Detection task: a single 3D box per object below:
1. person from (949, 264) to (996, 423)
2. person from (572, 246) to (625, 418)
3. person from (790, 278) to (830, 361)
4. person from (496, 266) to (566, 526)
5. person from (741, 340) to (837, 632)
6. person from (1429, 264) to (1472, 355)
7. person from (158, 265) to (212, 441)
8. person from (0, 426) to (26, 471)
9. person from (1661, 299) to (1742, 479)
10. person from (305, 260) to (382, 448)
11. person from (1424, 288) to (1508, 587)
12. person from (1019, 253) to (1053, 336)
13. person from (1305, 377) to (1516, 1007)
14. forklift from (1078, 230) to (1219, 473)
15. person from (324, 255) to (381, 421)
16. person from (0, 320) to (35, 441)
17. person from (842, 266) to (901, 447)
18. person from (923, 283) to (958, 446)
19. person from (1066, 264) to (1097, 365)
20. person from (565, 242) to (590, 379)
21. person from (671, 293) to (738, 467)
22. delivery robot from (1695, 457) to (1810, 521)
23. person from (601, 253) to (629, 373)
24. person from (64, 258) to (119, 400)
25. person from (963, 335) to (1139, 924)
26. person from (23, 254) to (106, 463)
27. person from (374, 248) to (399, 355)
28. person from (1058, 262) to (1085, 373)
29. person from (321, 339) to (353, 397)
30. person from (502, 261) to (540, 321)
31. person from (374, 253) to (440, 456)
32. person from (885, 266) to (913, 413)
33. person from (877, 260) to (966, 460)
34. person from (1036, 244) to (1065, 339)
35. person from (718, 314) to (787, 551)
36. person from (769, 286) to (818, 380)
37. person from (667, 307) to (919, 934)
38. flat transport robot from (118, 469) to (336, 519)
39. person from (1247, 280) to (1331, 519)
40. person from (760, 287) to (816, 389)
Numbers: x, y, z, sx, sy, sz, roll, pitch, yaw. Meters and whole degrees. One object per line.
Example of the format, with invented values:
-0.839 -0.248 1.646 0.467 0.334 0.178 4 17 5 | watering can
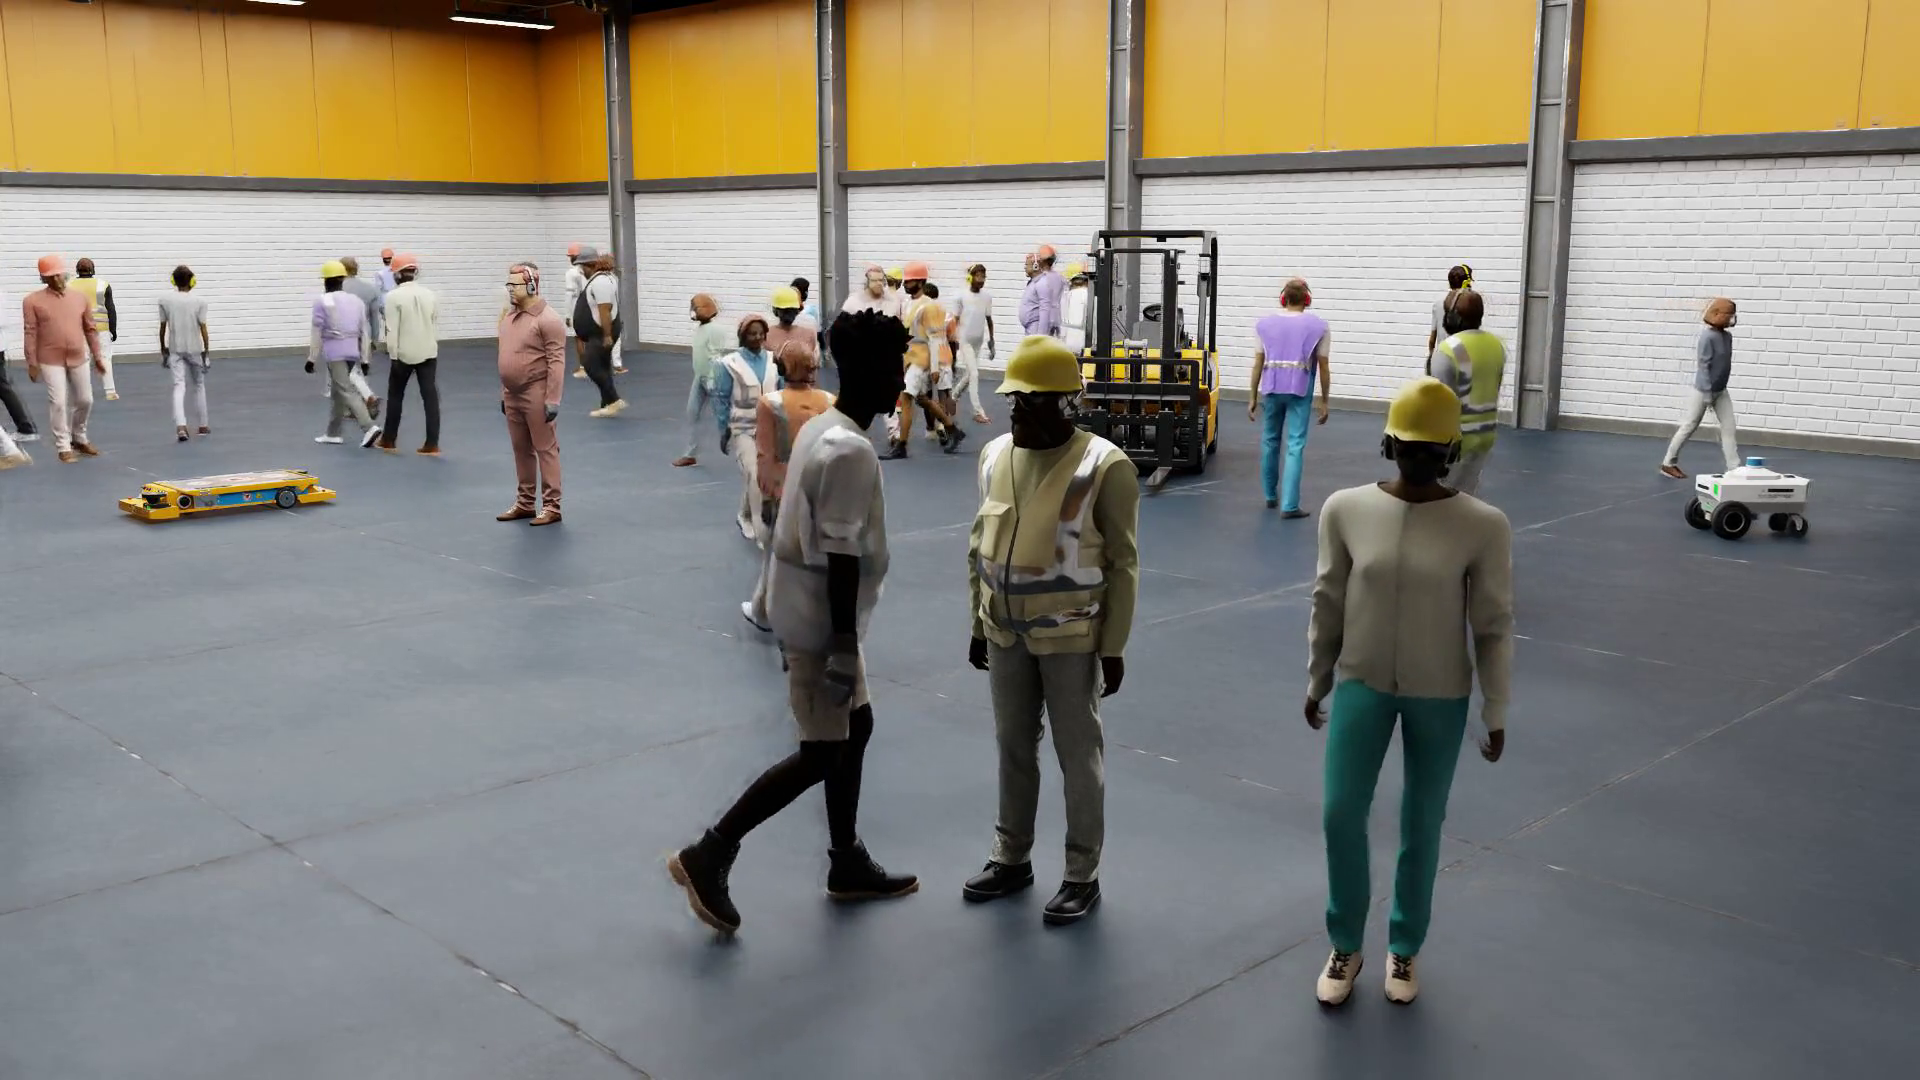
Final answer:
0.106 -2.284 19.242 0.530 1.826 0.897 -7 12 -33 | person
-4.215 -2.419 19.334 0.550 2.000 0.743 -4 11 -20 | person
-1.738 -2.101 18.639 0.539 1.658 0.753 8 13 39 | person
-3.197 -1.062 12.304 0.638 1.909 0.408 8 13 37 | person
-0.854 -0.242 8.672 0.541 1.584 0.872 -7 12 -33 | person
4.463 -1.543 15.023 0.335 1.873 0.520 -7 12 -33 | person
-8.151 -1.965 17.462 0.535 1.829 0.954 -3 11 -14 | person
-8.950 -1.467 14.859 0.963 1.795 0.635 -10 14 -43 | person
6.515 -1.291 14.411 0.517 1.587 0.850 -8 13 -36 | person
-6.224 -1.881 16.830 0.936 1.894 0.604 5 11 24 | person
2.953 -0.558 9.775 0.630 1.828 0.516 -7 13 -34 | person
0.925 -2.589 20.630 0.401 1.907 0.648 -2 11 -9 | person
1.208 0.436 4.519 0.555 1.750 0.489 4 11 19 | person
1.804 -1.825 15.677 1.214 2.155 2.313 2 11 13 | forklift
-6.851 -2.272 18.909 0.810 1.914 0.629 8 13 38 | person
-10.119 -1.918 17.089 1.019 1.857 0.610 -3 11 -17 | person
-0.910 -1.872 16.962 0.656 1.829 1.076 -4 11 -22 | person
-0.261 -1.799 17.014 0.538 1.657 0.819 -2 11 -11 | person
1.364 -2.095 18.048 1.023 1.870 0.572 -7 13 -35 | person
-5.591 -3.385 24.625 0.482 2.027 0.627 8 13 35 | person
-2.292 -1.489 15.457 0.782 1.604 0.506 -8 13 -38 | person
5.642 -0.348 11.843 0.707 0.478 0.477 0 10 -1 | delivery robot
-5.550 -3.531 25.901 0.772 1.860 0.569 7 13 35 | person
-11.223 -2.714 21.487 0.626 1.844 0.429 -3 11 -18 | person
0.258 0.277 5.203 0.602 1.830 0.404 8 13 37 | person
-8.478 -1.703 15.657 0.692 1.960 0.669 8 13 38 | person
-10.083 -4.225 29.534 0.555 1.919 0.705 -4 11 -23 | person
1.307 -2.197 18.698 0.594 1.828 0.403 -10 15 -44 | person
-8.038 -2.682 21.727 0.878 1.686 0.556 3 11 17 | person
-5.333 -2.491 20.352 0.408 1.812 0.548 10 14 42 | person
-5.396 -1.798 16.175 0.915 1.953 0.600 9 13 39 | person
-0.800 -2.407 20.023 0.533 1.767 0.326 6 12 28 | person
-0.351 -1.730 15.964 0.939 1.908 0.551 -5 12 -25 | person
1.193 -2.849 21.758 0.899 2.020 0.612 7 13 35 | person
-1.417 -0.755 11.445 0.522 1.604 0.816 -6 12 -30 | person
-1.646 -1.683 16.430 0.504 1.632 0.269 -5 11 -24 | person
-0.516 0.248 5.133 0.777 1.929 0.619 -2 11 -12 | person
-5.715 -0.372 13.004 1.431 0.197 0.652 -10 14 -44 | flat transport robot
2.544 -1.086 12.771 0.601 1.791 0.804 4 11 21 | person
-1.337 -1.102 12.997 0.545 1.720 0.877 -5 12 -26 | person
